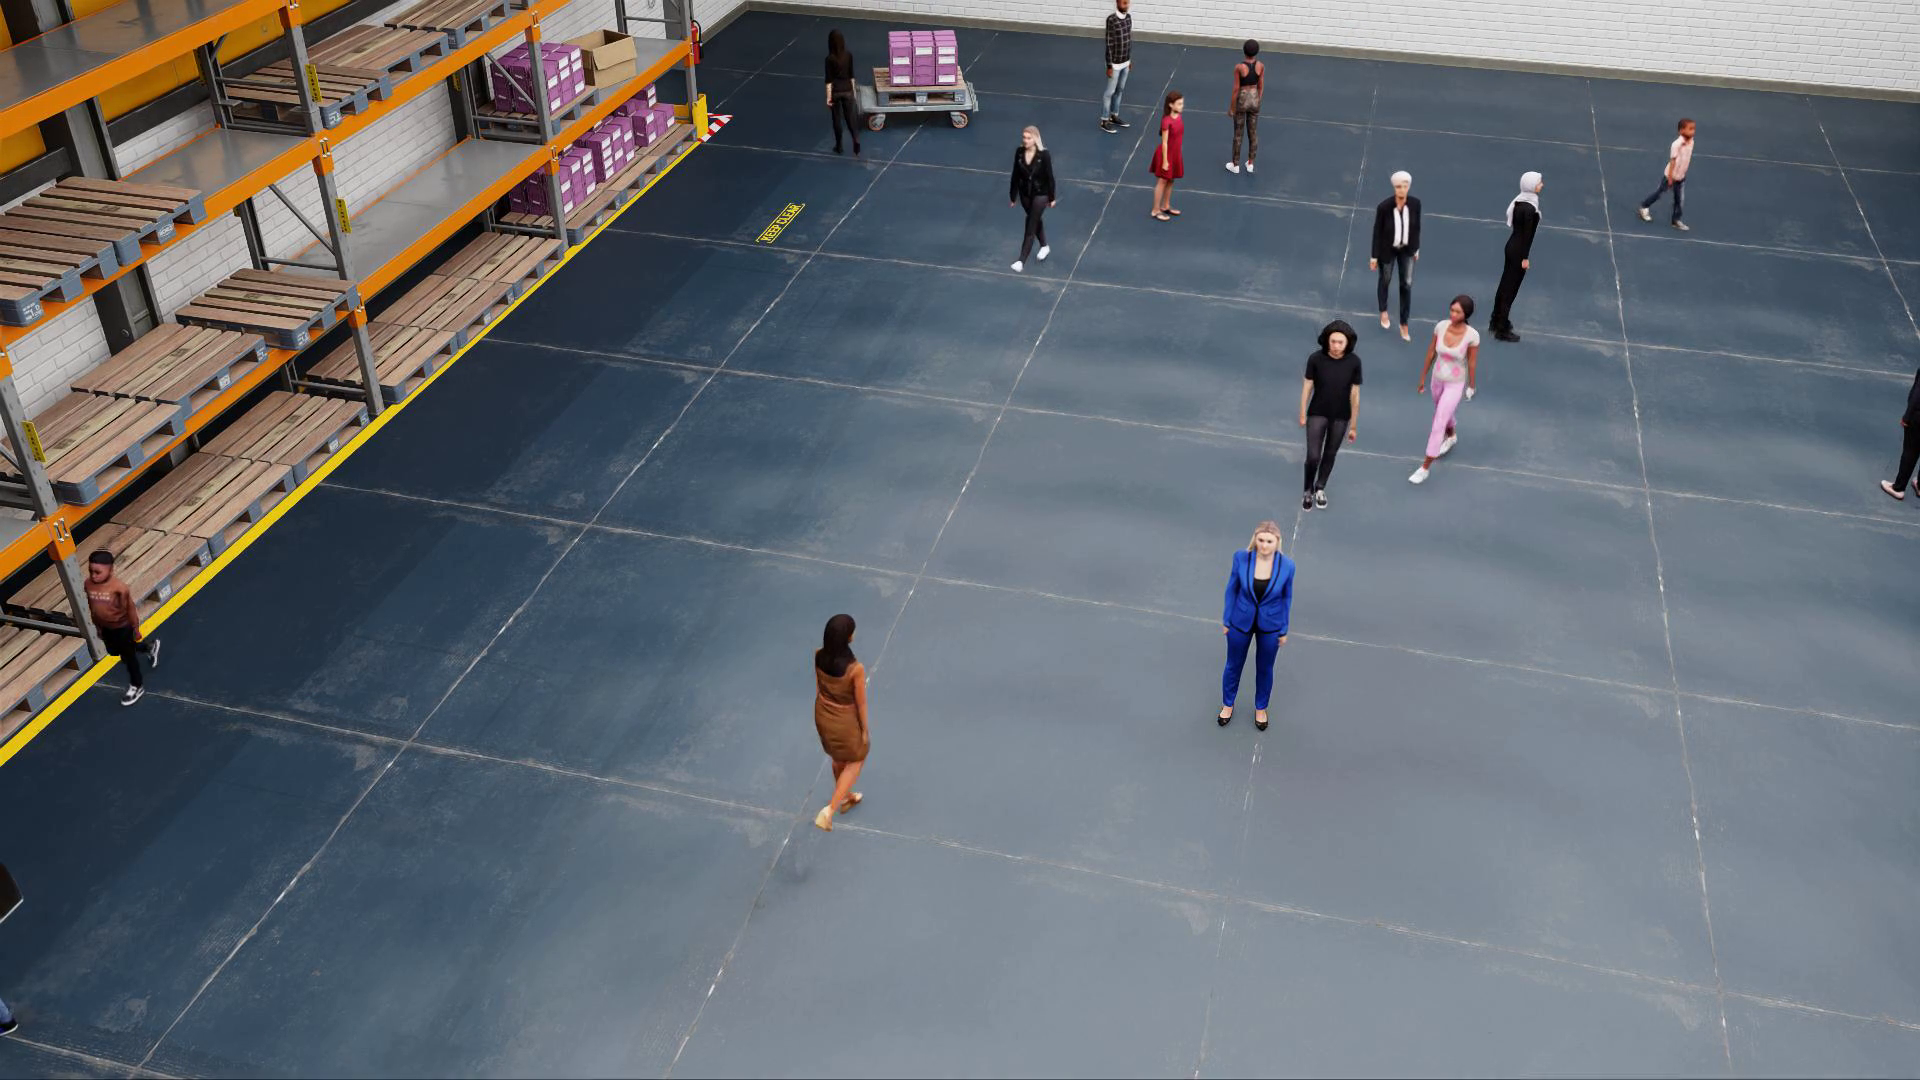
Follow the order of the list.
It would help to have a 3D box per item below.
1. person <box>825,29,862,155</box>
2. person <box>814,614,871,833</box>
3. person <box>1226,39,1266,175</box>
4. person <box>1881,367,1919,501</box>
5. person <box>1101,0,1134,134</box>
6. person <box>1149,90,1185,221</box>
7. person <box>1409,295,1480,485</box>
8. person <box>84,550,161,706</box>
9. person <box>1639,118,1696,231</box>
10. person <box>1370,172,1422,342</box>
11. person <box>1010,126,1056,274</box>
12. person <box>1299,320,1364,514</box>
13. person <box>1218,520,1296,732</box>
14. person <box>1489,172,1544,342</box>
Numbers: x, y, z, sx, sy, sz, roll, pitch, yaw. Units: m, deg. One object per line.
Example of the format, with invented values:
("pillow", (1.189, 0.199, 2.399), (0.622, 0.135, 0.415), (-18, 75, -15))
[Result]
("person", (-1.495, -5.737, 21.450), (0.838, 1.631, 0.921), (-14, 36, -20))
("person", (-0.830, 1.243, 10.910), (0.727, 1.673, 0.905), (20, 38, 27))
("person", (3.619, -5.487, 21.011), (0.658, 1.700, 0.672), (-7, 34, -10))
("person", (8.467, -1.096, 14.485), (0.725, 1.612, 0.733), (-3, 34, -4))
("person", (2.100, -6.437, 22.331), (0.805, 1.820, 0.664), (26, 42, 34))
("person", (2.482, -4.595, 19.804), (0.687, 1.551, 0.628), (20, 39, 28))
("person", (4.396, -1.401, 14.870), (0.985, 1.692, 1.247), (28, 42, 35))
("person", (-6.188, 0.585, 12.287), (0.522, 1.245, 0.742), (8, 35, 12))
("person", (8.401, -4.352, 19.670), (0.844, 1.293, 0.950), (-14, 36, -20))
("person", (4.510, -2.981, 17.100), (0.892, 1.762, 0.991), (1, 34, 2))
("person", (0.864, -3.841, 18.596), (0.820, 1.632, 1.221), (17, 37, 23))
("person", (3.181, -1.125, 14.343), (0.679, 1.818, 0.693), (3, 34, 5))
("person", (2.109, 0.594, 11.861), (0.621, 1.701, 0.548), (7, 34, 10))
("person", (5.718, -2.925, 17.084), (0.705, 1.780, 0.540), (1, 34, 2))
